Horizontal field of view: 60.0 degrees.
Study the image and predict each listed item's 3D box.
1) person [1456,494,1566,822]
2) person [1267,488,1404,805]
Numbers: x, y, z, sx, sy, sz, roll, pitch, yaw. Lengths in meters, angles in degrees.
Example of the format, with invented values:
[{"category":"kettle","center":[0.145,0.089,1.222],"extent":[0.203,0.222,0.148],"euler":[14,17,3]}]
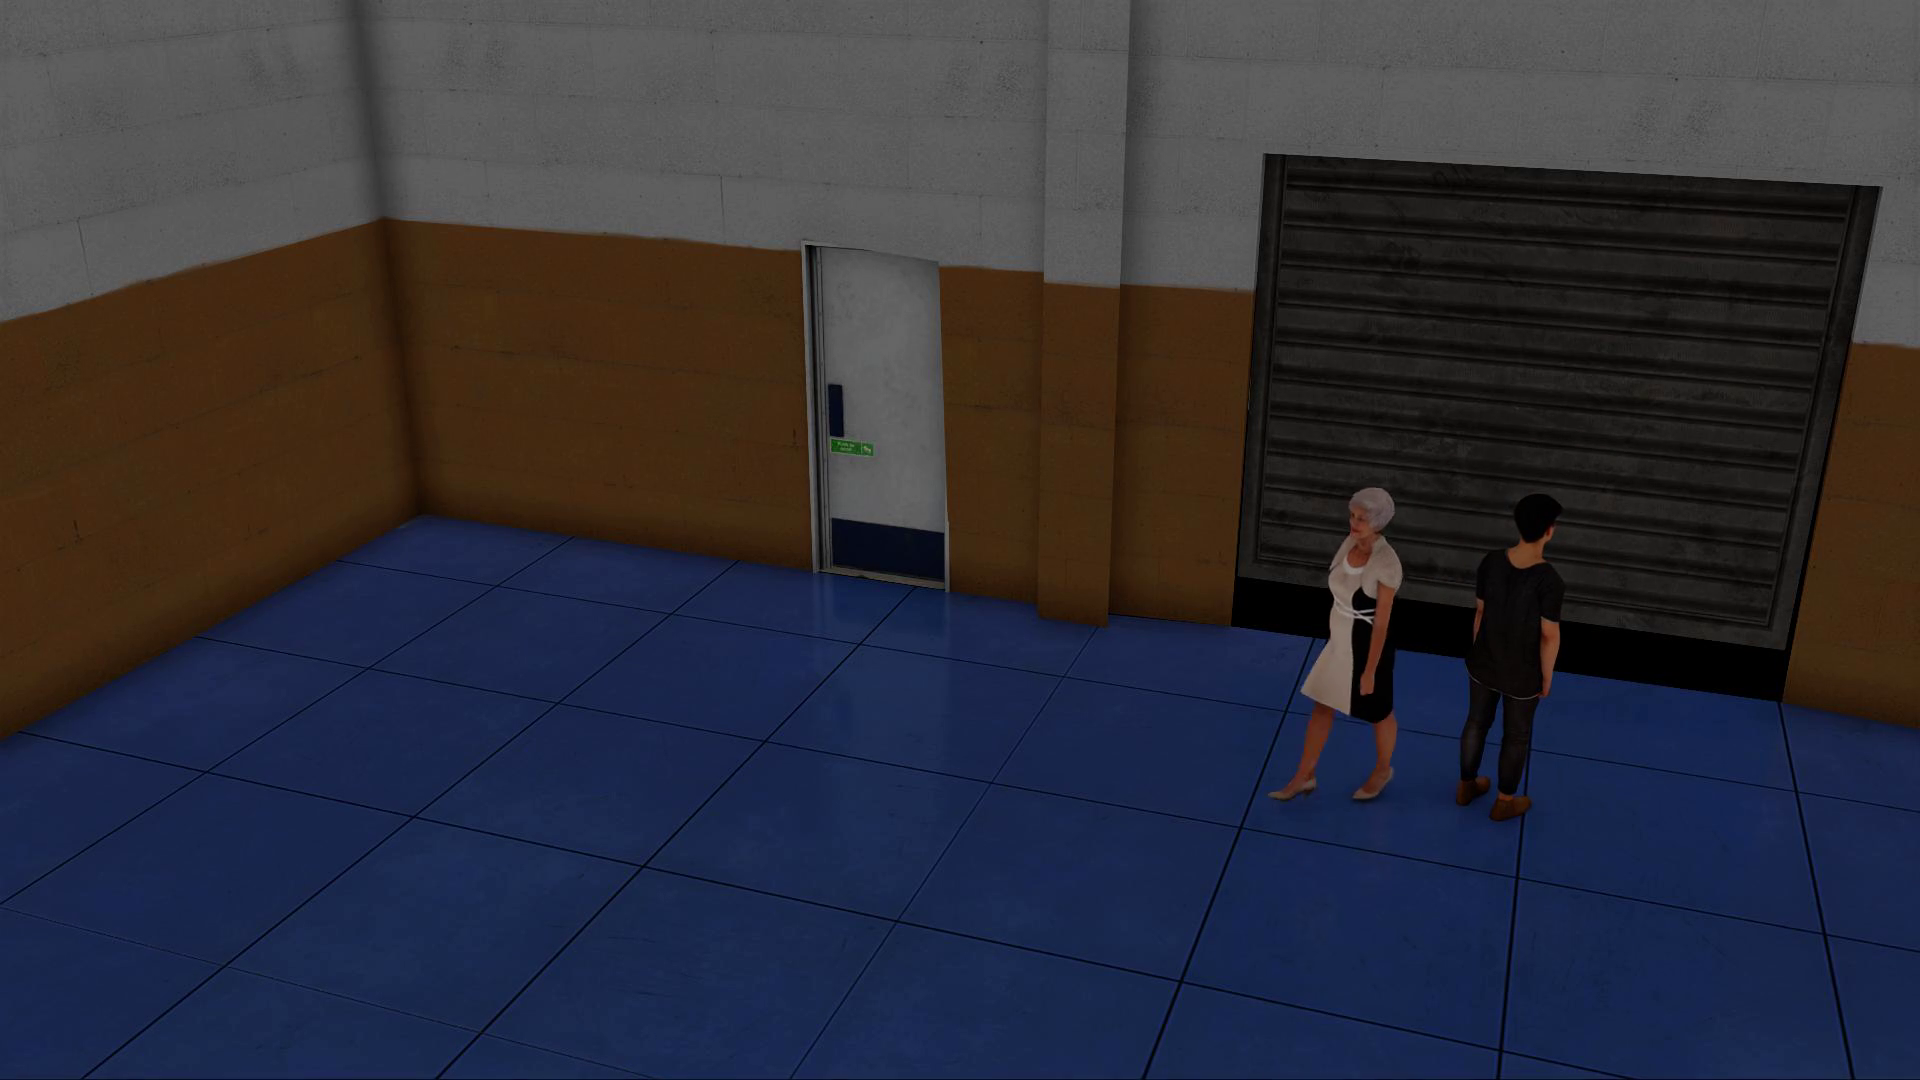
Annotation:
[{"category":"person","center":[2.723,0.585,8.267],"extent":[0.752,1.712,0.626],"euler":[-20,29,-41]},{"category":"person","center":[2.083,0.557,8.321],"extent":[1.057,1.724,0.980],"euler":[-9,23,-20]}]
